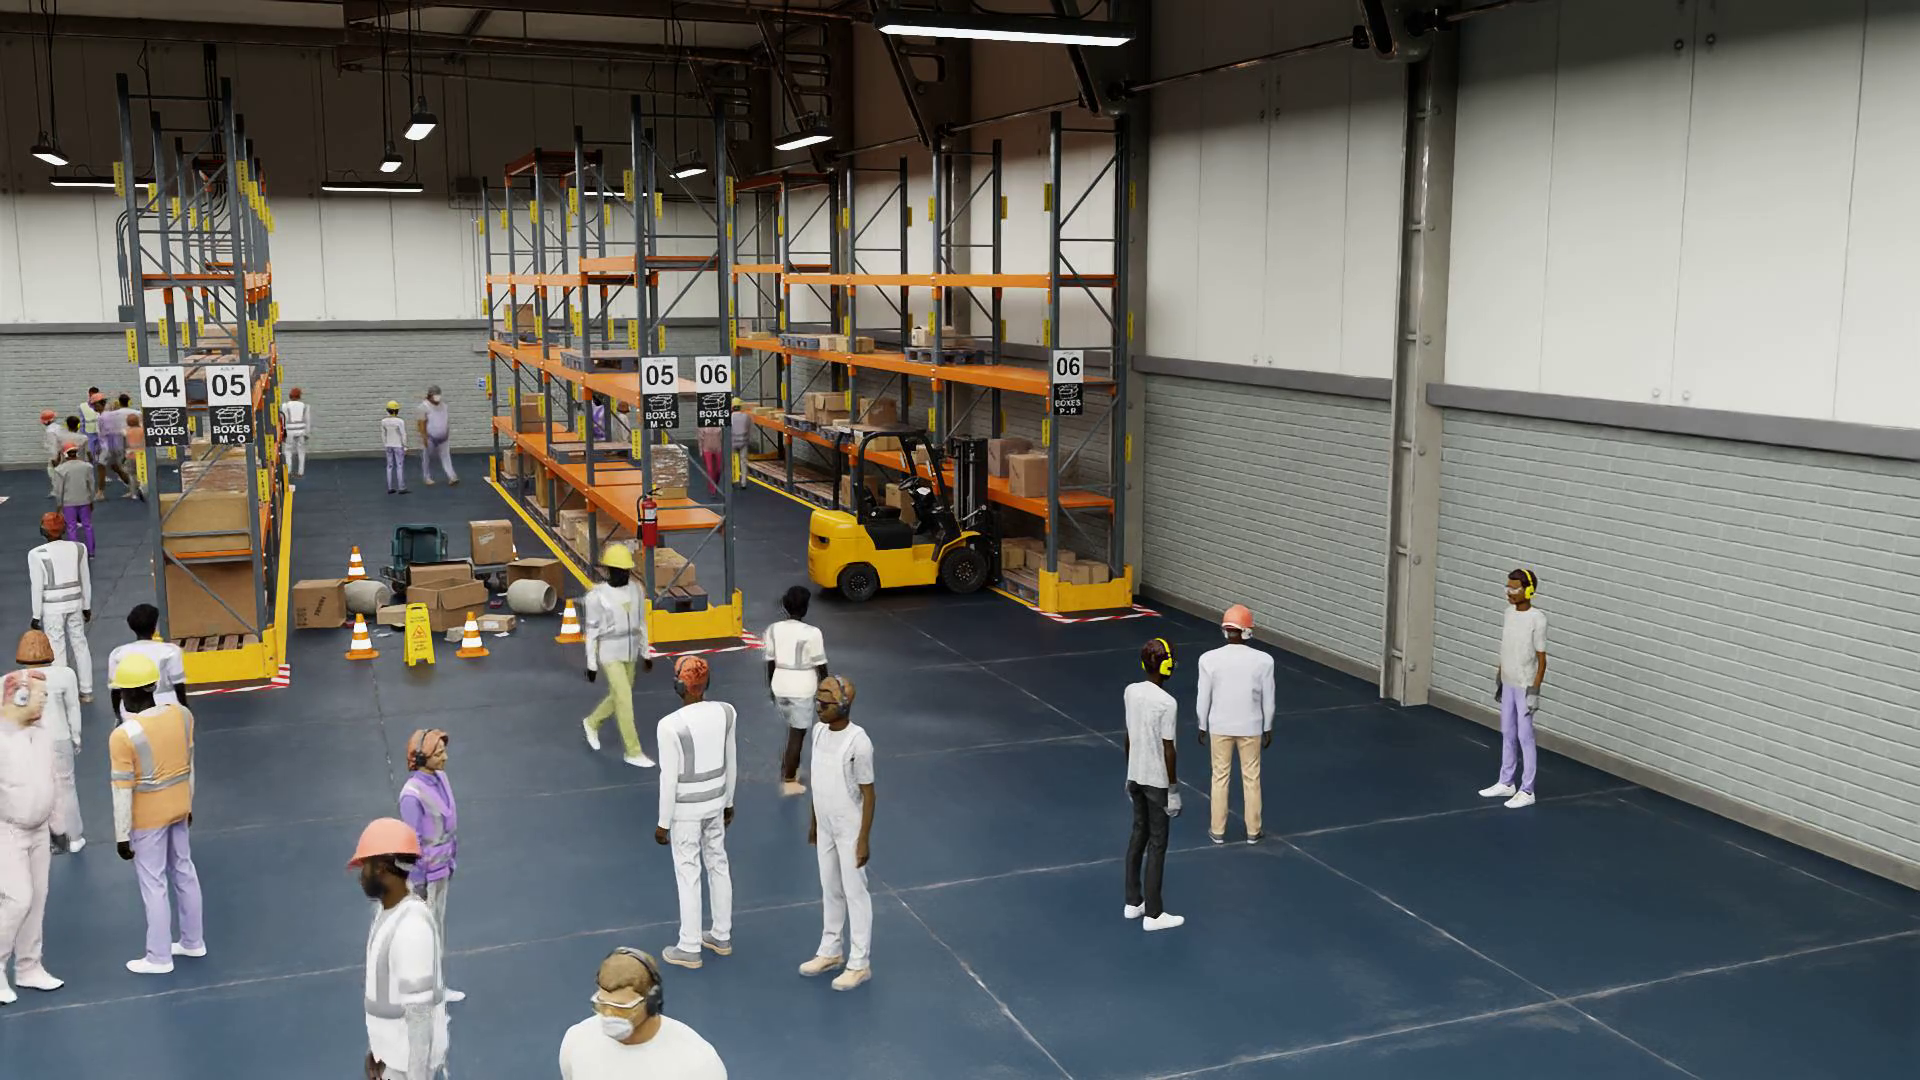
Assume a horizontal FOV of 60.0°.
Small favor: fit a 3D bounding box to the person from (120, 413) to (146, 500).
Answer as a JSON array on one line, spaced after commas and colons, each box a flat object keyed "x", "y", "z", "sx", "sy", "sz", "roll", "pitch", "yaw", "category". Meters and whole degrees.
[{"x": -15.115, "y": -1.514, "z": 30.490, "sx": 0.532, "sy": 1.620, "sz": 0.613, "roll": -3, "pitch": 10, "yaw": -19, "category": "person"}]

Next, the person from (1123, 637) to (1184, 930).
[{"x": 1.231, "y": 1.537, "z": 10.552, "sx": 0.335, "sy": 1.860, "sz": 0.508, "roll": -5, "pitch": 10, "yaw": -29, "category": "person"}]

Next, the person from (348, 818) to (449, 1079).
[{"x": -2.279, "y": 2.110, "z": 6.873, "sx": 0.387, "sy": 1.891, "sz": 0.655, "roll": -4, "pitch": 10, "yaw": -23, "category": "person"}]

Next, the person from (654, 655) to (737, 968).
[{"x": -1.583, "y": 1.615, "z": 9.976, "sx": 0.345, "sy": 1.882, "sz": 0.584, "roll": 8, "pitch": 12, "yaw": 40, "category": "person"}]

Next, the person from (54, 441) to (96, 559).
[{"x": -12.831, "y": -0.563, "z": 24.115, "sx": 0.333, "sy": 1.745, "sz": 0.559, "roll": 7, "pitch": 11, "yaw": 36, "category": "person"}]

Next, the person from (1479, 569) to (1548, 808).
[{"x": 4.343, "y": 1.146, "z": 12.973, "sx": 0.328, "sy": 1.872, "sz": 0.514, "roll": -3, "pitch": 10, "yaw": -19, "category": "person"}]

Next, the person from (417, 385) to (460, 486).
[{"x": -10.289, "y": -2.072, "z": 32.687, "sx": 1.009, "sy": 2.000, "sz": 0.698, "roll": 8, "pitch": 12, "yaw": 43, "category": "person"}]

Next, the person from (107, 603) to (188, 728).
[{"x": -6.072, "y": 1.313, "z": 12.475, "sx": 0.564, "sy": 1.686, "sz": 0.340, "roll": -2, "pitch": 9, "yaw": -10, "category": "person"}]

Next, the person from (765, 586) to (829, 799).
[{"x": -1.250, "y": 1.195, "z": 13.286, "sx": 0.552, "sy": 1.676, "sz": 0.672, "roll": 7, "pitch": 11, "yaw": 37, "category": "person"}]

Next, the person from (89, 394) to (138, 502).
[{"x": -15.670, "y": -1.714, "z": 30.667, "sx": 0.858, "sy": 1.975, "sz": 0.617, "roll": -4, "pitch": 10, "yaw": -26, "category": "person"}]

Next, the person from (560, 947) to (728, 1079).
[{"x": -1.069, "y": 2.282, "z": 5.623, "sx": 0.627, "sy": 1.933, "sz": 0.369, "roll": 4, "pitch": 10, "yaw": 22, "category": "person"}]

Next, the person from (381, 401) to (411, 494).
[{"x": -10.708, "y": -1.754, "z": 31.539, "sx": 0.525, "sy": 1.772, "sz": 0.301, "roll": 3, "pitch": 10, "yaw": 18, "category": "person"}]

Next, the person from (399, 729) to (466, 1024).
[{"x": -2.951, "y": 1.850, "z": 9.259, "sx": 0.314, "sy": 1.639, "sz": 0.517, "roll": 0, "pitch": 9, "yaw": 1, "category": "person"}]

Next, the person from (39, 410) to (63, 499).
[{"x": -16.657, "y": -1.564, "z": 30.593, "sx": 0.548, "sy": 1.698, "sz": 0.618, "roll": -3, "pitch": 9, "yaw": -16, "category": "person"}]

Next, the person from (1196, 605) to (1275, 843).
[{"x": 2.004, "y": 1.340, "z": 12.121, "sx": 0.564, "sy": 1.748, "sz": 0.339, "roll": 1, "pitch": 9, "yaw": 8, "category": "person"}]

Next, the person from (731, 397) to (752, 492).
[{"x": -4.303, "y": -1.851, "z": 32.080, "sx": 0.610, "sy": 1.788, "sz": 0.918, "roll": -3, "pitch": 10, "yaw": -18, "category": "person"}]

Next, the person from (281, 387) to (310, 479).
[{"x": -13.482, "y": -2.154, "z": 33.719, "sx": 0.596, "sy": 1.877, "sz": 0.448, "roll": -6, "pitch": 11, "yaw": -35, "category": "person"}]

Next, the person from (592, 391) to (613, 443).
[{"x": -7.225, "y": -2.085, "z": 33.436, "sx": 0.635, "sy": 1.836, "sz": 0.430, "roll": 7, "pitch": 11, "yaw": 38, "category": "person"}]

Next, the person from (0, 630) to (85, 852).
[{"x": -6.518, "y": 1.445, "z": 11.826, "sx": 0.499, "sy": 1.634, "sz": 0.285, "roll": -5, "pitch": 11, "yaw": -31, "category": "person"}]

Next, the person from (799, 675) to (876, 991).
[{"x": -0.700, "y": 1.684, "z": 9.663, "sx": 0.351, "sy": 1.847, "sz": 0.507, "roll": -8, "pitch": 12, "yaw": -41, "category": "person"}]

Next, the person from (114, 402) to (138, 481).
[{"x": -16.884, "y": -2.018, "z": 33.688, "sx": 0.536, "sy": 1.606, "sz": 0.655, "roll": -2, "pitch": 9, "yaw": -9, "category": "person"}]

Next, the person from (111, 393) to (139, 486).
[{"x": -16.282, "y": -1.947, "z": 32.536, "sx": 0.528, "sy": 1.845, "sz": 0.702, "roll": -4, "pitch": 10, "yaw": -24, "category": "person"}]

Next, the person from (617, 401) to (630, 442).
[{"x": -6.742, "y": -1.993, "z": 33.461, "sx": 0.280, "sy": 1.636, "sz": 0.503, "roll": -2, "pitch": 9, "yaw": -10, "category": "person"}]

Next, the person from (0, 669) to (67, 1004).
[{"x": -5.399, "y": 1.690, "z": 9.547, "sx": 0.399, "sy": 1.886, "sz": 0.689, "roll": 1, "pitch": 9, "yaw": 4, "category": "person"}]

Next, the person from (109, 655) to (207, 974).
[{"x": -4.778, "y": 1.619, "z": 9.852, "sx": 0.390, "sy": 1.922, "sz": 0.589, "roll": 3, "pitch": 10, "yaw": 18, "category": "person"}]

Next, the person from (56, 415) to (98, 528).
[{"x": -14.536, "y": -1.136, "z": 27.404, "sx": 0.576, "sy": 1.841, "sz": 0.759, "roll": -2, "pitch": 9, "yaw": -14, "category": "person"}]

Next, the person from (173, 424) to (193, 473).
[{"x": -16.392, "y": -2.376, "z": 34.960, "sx": 0.382, "sy": 1.924, "sz": 0.594, "roll": 4, "pitch": 10, "yaw": 23, "category": "person"}]

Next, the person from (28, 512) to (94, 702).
[{"x": -8.619, "y": 0.665, "z": 15.954, "sx": 0.337, "sy": 1.882, "sz": 0.584, "roll": 5, "pitch": 10, "yaw": 30, "category": "person"}]

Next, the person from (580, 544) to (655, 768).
[{"x": -2.944, "y": 0.950, "z": 14.128, "sx": 0.881, "sy": 1.898, "sz": 0.595, "roll": 6, "pitch": 11, "yaw": 35, "category": "person"}]

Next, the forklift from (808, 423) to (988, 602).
[{"x": -0.830, "y": -0.399, "z": 21.676, "sx": 2.313, "sy": 2.155, "sz": 1.214, "roll": -4, "pitch": 10, "yaw": -21, "category": "forklift"}]

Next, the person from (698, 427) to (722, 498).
[{"x": -4.618, "y": -1.665, "z": 31.040, "sx": 0.536, "sy": 1.742, "sz": 0.555, "roll": -3, "pitch": 9, "yaw": -16, "category": "person"}]

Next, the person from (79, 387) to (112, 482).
[{"x": -17.291, "y": -2.107, "z": 33.308, "sx": 0.591, "sy": 1.916, "sz": 0.393, "roll": -6, "pitch": 11, "yaw": -33, "category": "person"}]
